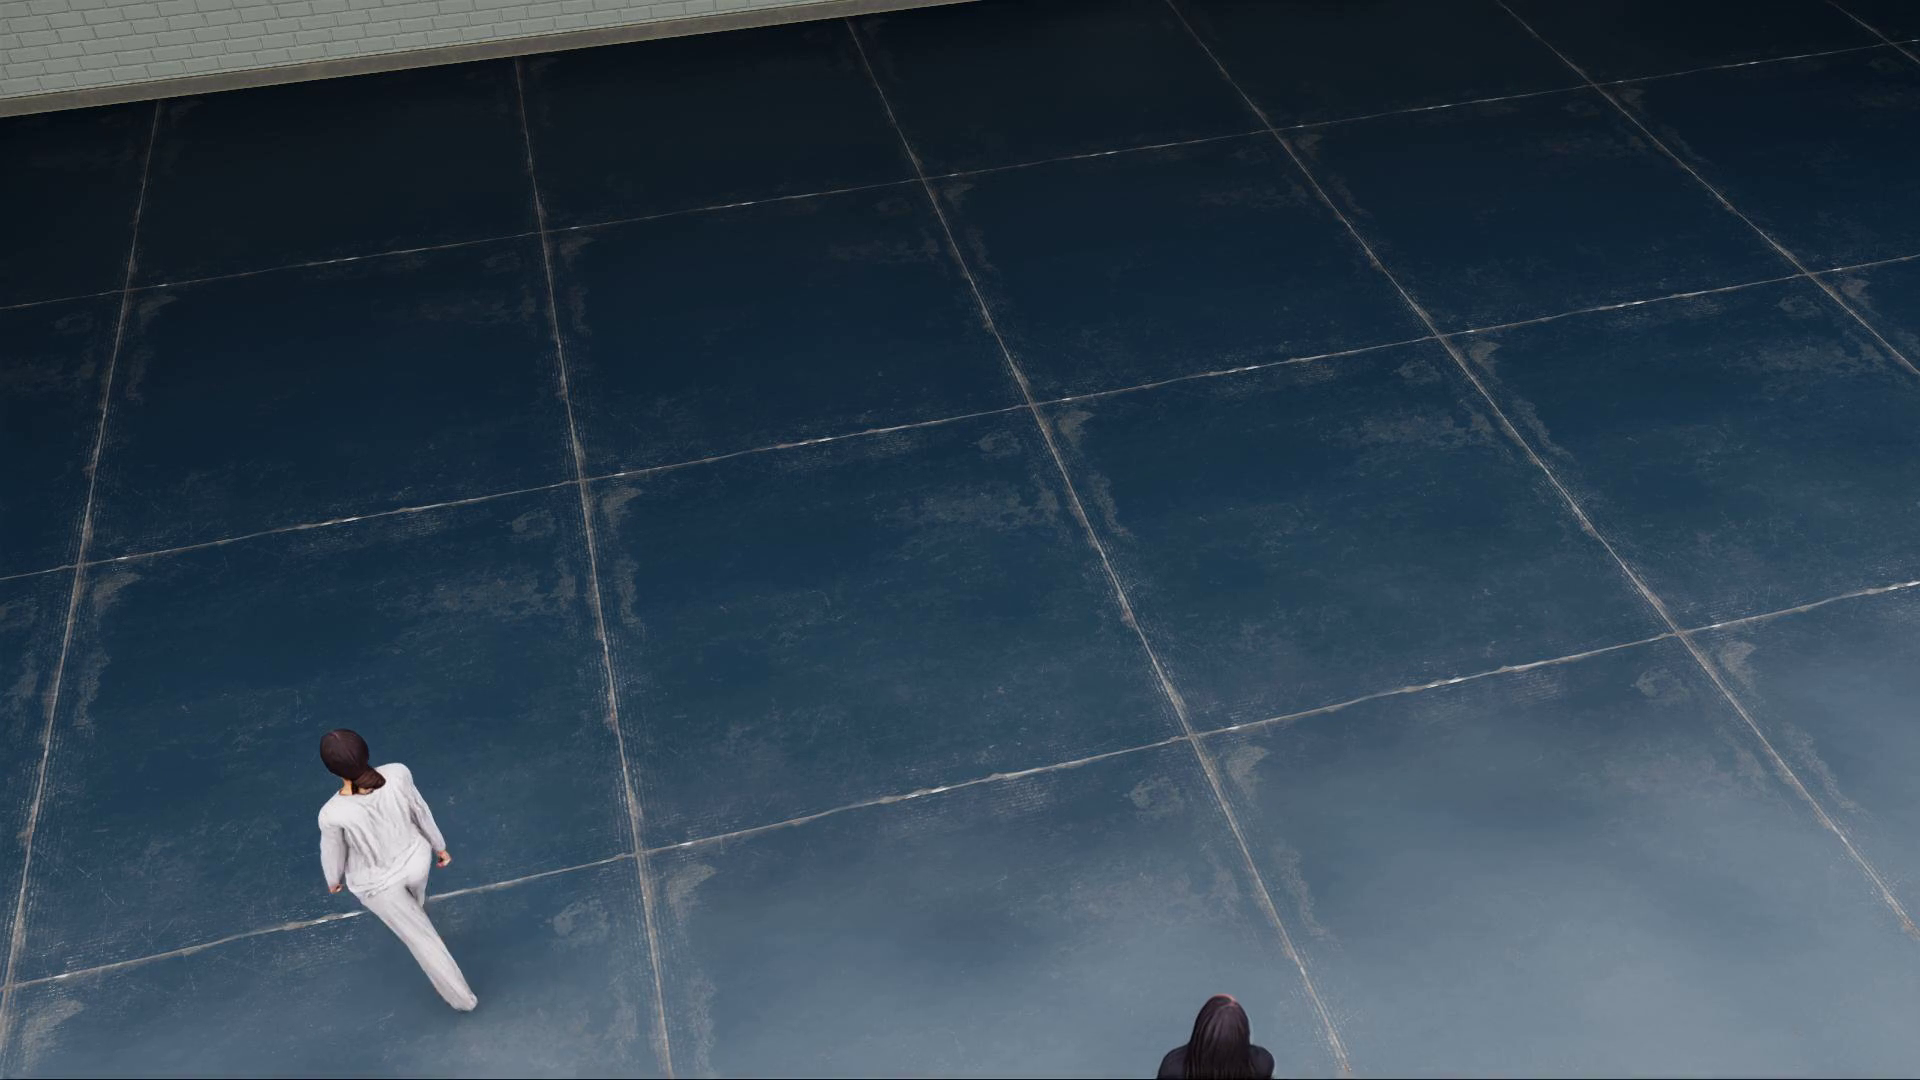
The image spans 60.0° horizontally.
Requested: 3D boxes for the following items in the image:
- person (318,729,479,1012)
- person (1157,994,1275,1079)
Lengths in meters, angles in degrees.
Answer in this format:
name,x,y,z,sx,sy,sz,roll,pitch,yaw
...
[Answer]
name,x,y,z,sx,sy,sz,roll,pitch,yaw
person,-2.428,1.506,7.301,1.146,1.738,0.976,33,52,30
person,0.944,2.302,6.456,0.635,1.727,0.626,-5,43,-6
